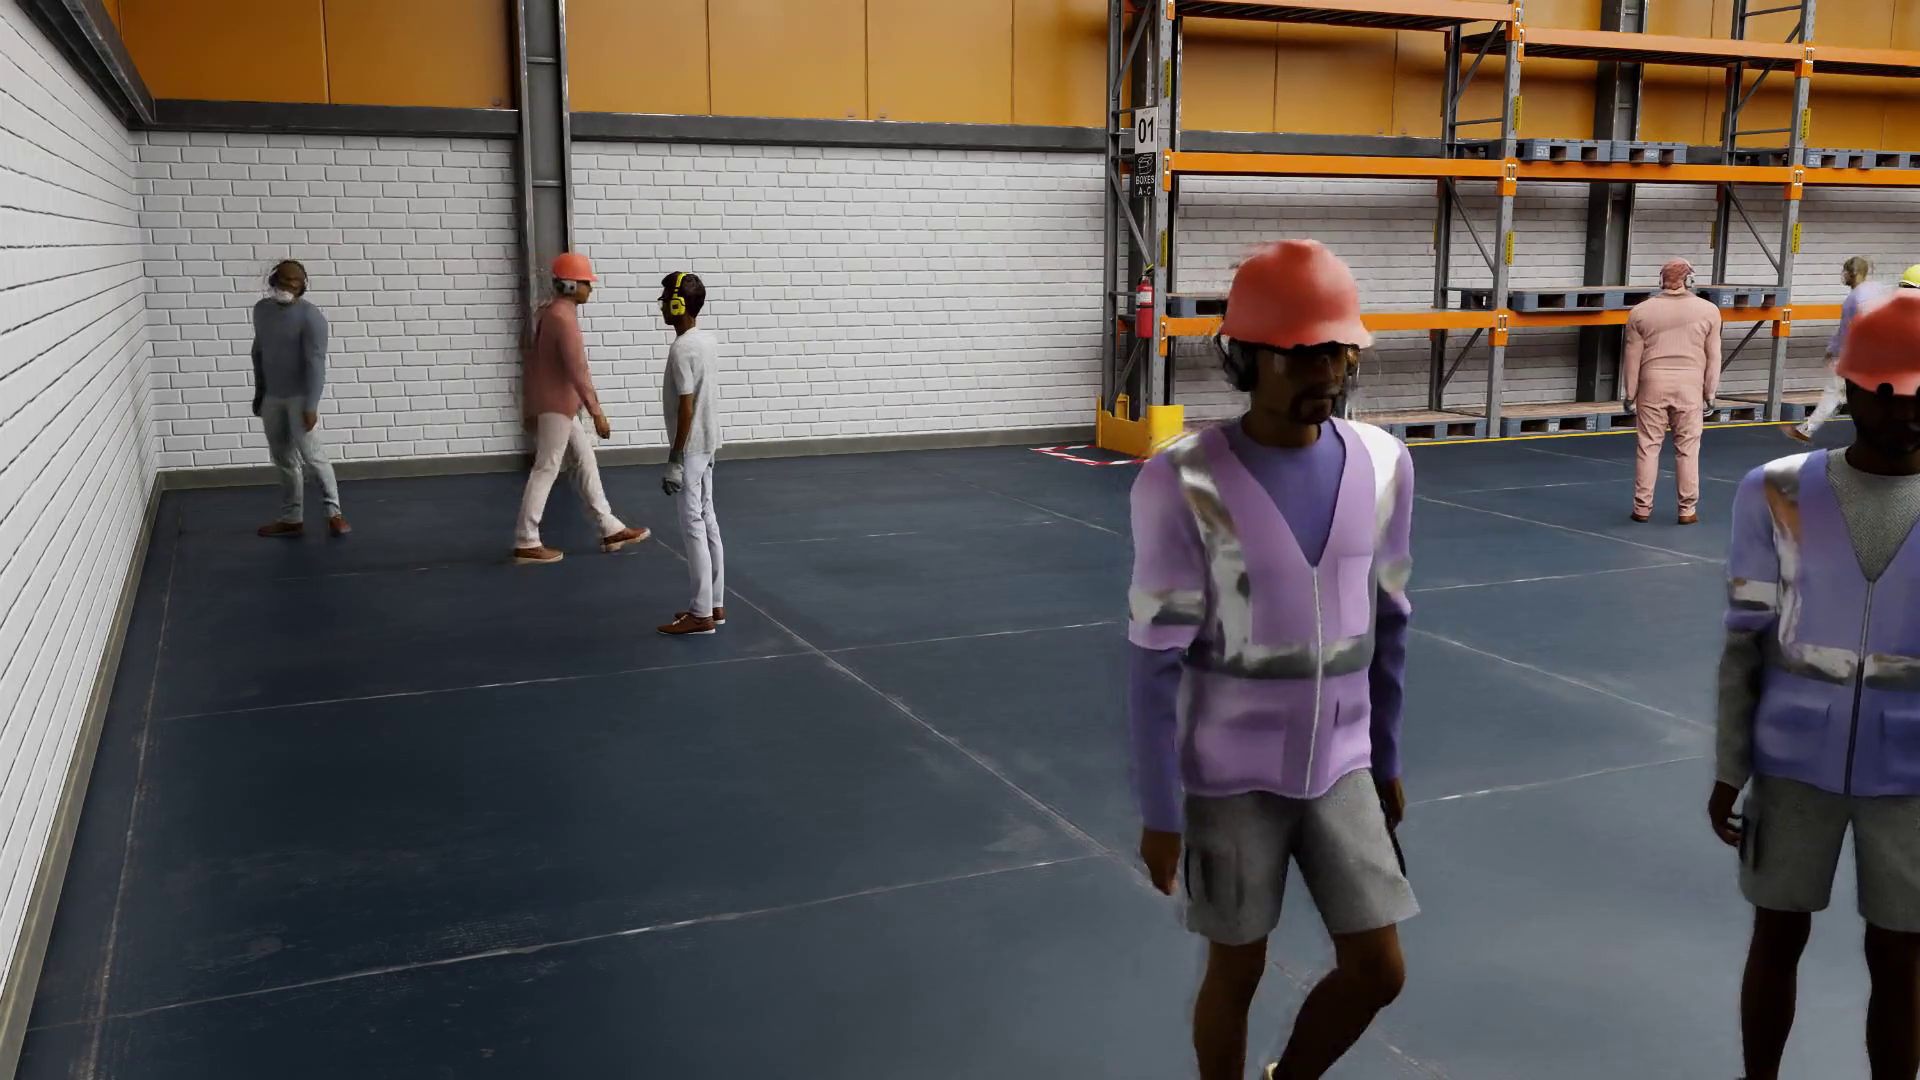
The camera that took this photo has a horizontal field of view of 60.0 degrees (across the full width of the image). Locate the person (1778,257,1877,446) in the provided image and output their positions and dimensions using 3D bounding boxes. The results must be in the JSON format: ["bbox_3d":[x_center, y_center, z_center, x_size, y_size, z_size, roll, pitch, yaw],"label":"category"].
[{"bbox_3d":[8.734,-1.829,16.327,1.089,1.867,0.632,6,12,30],"label":"person"}]

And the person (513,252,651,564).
[{"bbox_3d":[-2.419,-0.834,10.552,0.994,1.944,0.653,-4,11,-20],"label":"person"}]

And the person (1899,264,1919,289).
[{"bbox_3d":[7.968,-1.386,13.960,0.404,1.833,0.590,-4,11,-21],"label":"person"}]

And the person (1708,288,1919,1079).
[{"bbox_3d":[1.829,0.464,3.383,0.551,1.932,0.378,6,12,29],"label":"person"}]

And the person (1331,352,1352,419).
[{"bbox_3d":[1.629,-0.322,7.842,0.490,1.899,0.610,-4,11,-20],"label":"person"}]

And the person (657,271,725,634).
[{"bbox_3d":[-1.406,-0.442,8.594,0.328,1.873,0.517,2,10,10],"label":"person"}]

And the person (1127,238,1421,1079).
[{"bbox_3d":[0.625,0.442,3.237,0.644,2.024,0.443,-3,11,-18],"label":"person"}]

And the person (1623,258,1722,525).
[{"bbox_3d":[5.104,-1.058,11.951,0.636,1.902,0.406,4,11,22],"label":"person"}]

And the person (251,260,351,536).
[{"bbox_3d":[-4.530,-0.948,11.359,0.706,1.901,0.406,6,12,30],"label":"person"}]
